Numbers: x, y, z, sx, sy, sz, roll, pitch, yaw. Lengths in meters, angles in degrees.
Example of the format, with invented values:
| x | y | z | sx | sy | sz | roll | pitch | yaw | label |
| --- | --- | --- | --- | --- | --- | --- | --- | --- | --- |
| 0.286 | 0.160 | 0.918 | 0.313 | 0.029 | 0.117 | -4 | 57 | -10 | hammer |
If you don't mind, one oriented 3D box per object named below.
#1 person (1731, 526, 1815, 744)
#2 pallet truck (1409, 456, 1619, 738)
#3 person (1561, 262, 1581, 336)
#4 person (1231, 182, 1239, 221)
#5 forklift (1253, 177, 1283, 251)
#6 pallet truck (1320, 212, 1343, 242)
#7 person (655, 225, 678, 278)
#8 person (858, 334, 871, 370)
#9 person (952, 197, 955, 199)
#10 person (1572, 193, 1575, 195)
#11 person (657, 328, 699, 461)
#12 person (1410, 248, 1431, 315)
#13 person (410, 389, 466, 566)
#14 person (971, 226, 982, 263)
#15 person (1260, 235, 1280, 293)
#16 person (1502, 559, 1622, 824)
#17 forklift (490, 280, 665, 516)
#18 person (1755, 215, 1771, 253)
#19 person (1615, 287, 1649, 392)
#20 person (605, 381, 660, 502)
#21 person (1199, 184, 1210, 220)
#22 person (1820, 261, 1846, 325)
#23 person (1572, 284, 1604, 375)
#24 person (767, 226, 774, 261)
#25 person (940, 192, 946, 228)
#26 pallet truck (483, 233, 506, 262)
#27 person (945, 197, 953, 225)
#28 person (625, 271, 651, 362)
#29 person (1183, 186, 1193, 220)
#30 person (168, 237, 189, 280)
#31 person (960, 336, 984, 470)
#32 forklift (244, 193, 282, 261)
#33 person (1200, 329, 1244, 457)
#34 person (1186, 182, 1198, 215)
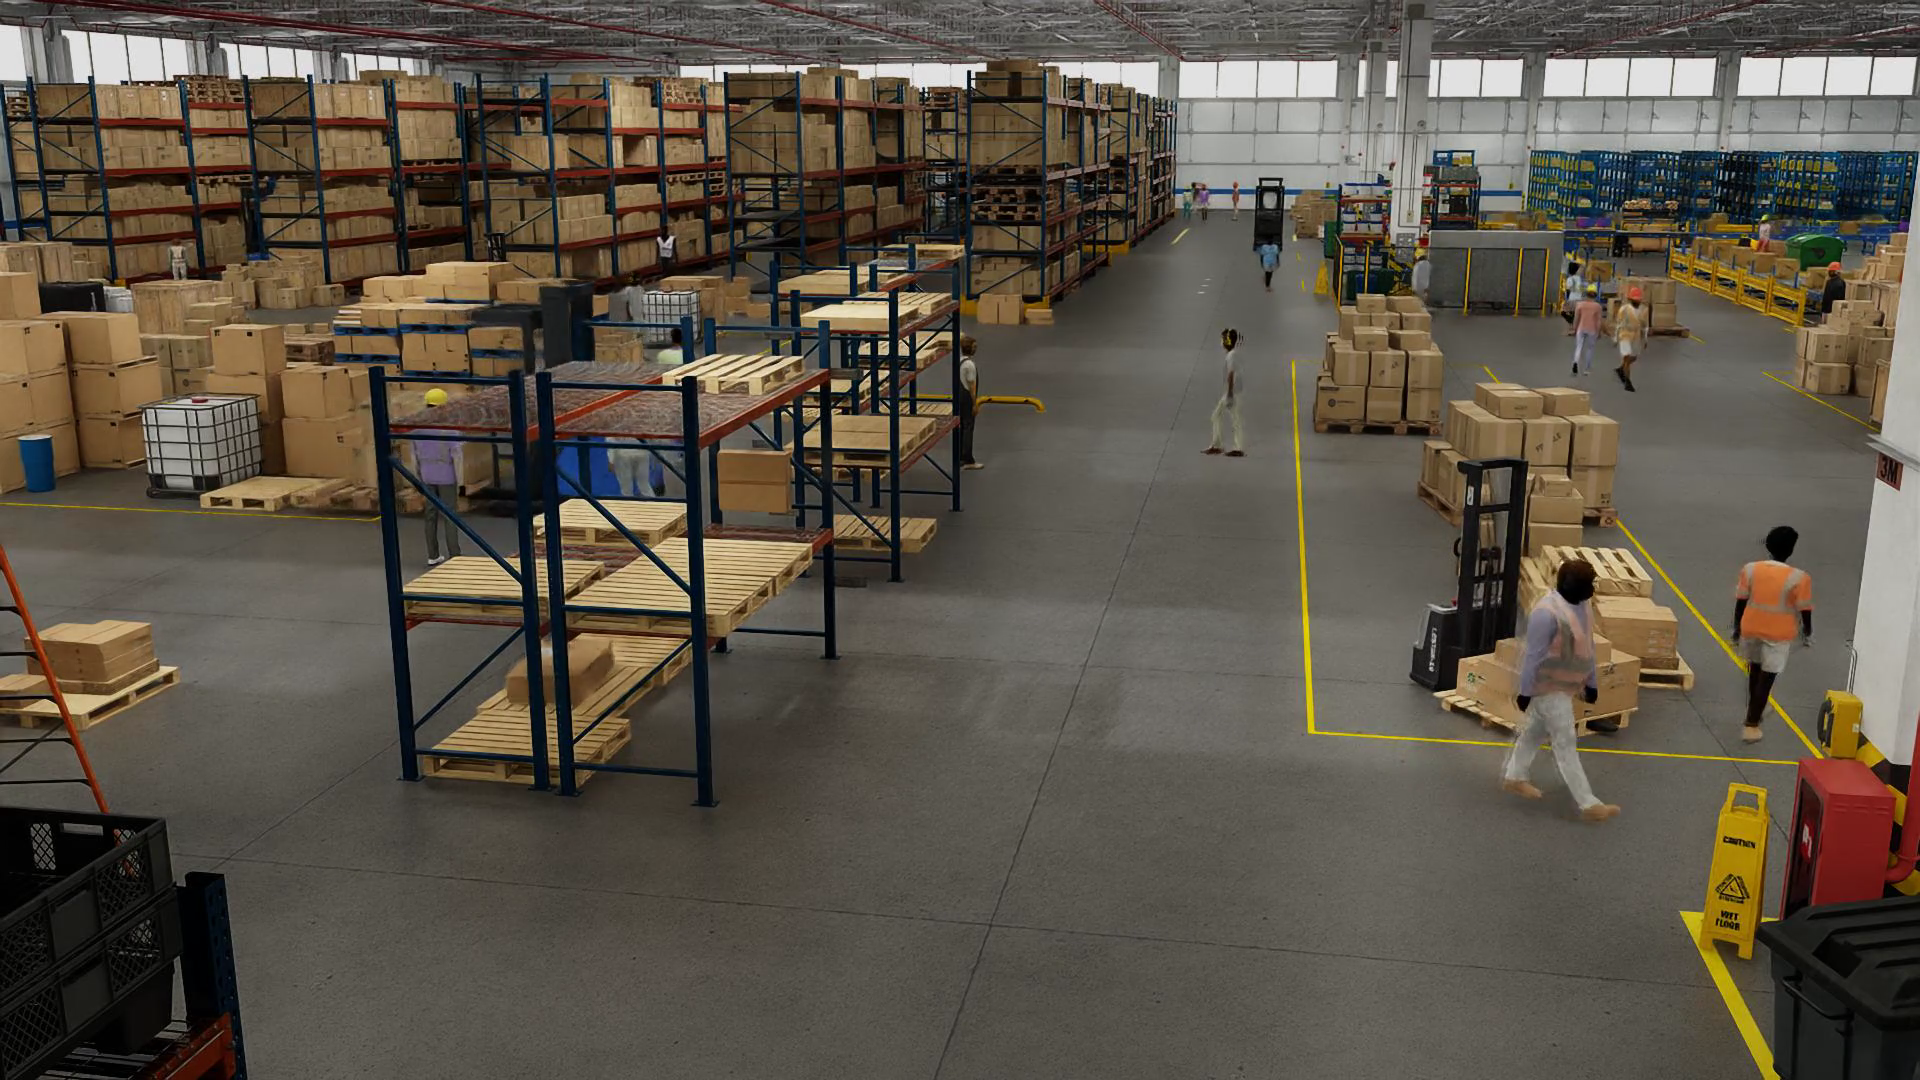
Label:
| x | y | z | sx | sy | sz | roll | pitch | yaw | label |
| --- | --- | --- | --- | --- | --- | --- | --- | --- | --- |
| 6.291 | 0.709 | 12.827 | 0.816 | 1.665 | 0.550 | -10 | 17 | -35 | person |
| 4.504 | 0.400 | 13.395 | 0.823 | 1.965 | 1.885 | -6 | 15 | -23 | pallet truck |
| 13.937 | -5.477 | 37.895 | 0.361 | 1.682 | 0.549 | 13 | 19 | 43 | person |
| 14.307 | -17.587 | 86.430 | 0.377 | 1.995 | 0.608 | 1 | 14 | 4 | person |
| 12.083 | -12.747 | 64.956 | 1.129 | 2.768 | 1.873 | 3 | 14 | 10 | forklift |
| 15.874 | -13.227 | 70.310 | 0.680 | 1.201 | 1.601 | 10 | 17 | 35 | pallet truck |
| -8.639 | -8.241 | 48.685 | 0.629 | 1.888 | 0.818 | 3 | 14 | 12 | person |
| -1.894 | -4.303 | 32.553 | 0.603 | 1.967 | 0.366 | 6 | 15 | 23 | person |
| -0.467 | -16.555 | 83.022 | 0.518 | 1.619 | 0.624 | 4 | 14 | 15 | person |
| 33.308 | -18.386 | 89.985 | 0.571 | 1.840 | 0.373 | -9 | 16 | -31 | person |
| -3.974 | -2.084 | 23.688 | 0.617 | 1.891 | 0.631 | 2 | 14 | 7 | person |
| 11.178 | -6.169 | 40.430 | 0.614 | 1.818 | 0.463 | -13 | 19 | -41 | person |
| -5.584 | -0.667 | 17.876 | 0.594 | 1.923 | 0.371 | 4 | 14 | 15 | person |
| 0.531 | -10.246 | 56.953 | 0.430 | 1.839 | 0.619 | 10 | 17 | 36 | person |
| 9.019 | -8.024 | 48.299 | 0.541 | 1.650 | 0.836 | -5 | 15 | -18 | person |
| 4.163 | 1.007 | 11.368 | 0.966 | 1.787 | 0.634 | 13 | 19 | 43 | person |
| -4.686 | -1.733 | 20.240 | 1.873 | 2.768 | 1.129 | 3 | 14 | 10 | forklift |
| 27.844 | -10.392 | 57.750 | 0.746 | 1.741 | 0.530 | -5 | 15 | -18 | person |
| 12.141 | -3.683 | 30.204 | 0.574 | 1.895 | 0.883 | -1 | 14 | -3 | person |
| -3.726 | -0.959 | 19.073 | 0.634 | 1.927 | 0.643 | -8 | 16 | -30 | person |
| 12.740 | -17.621 | 86.779 | 0.556 | 1.890 | 0.939 | 2 | 14 | 9 | person |
| 17.899 | -4.722 | 34.196 | 0.381 | 1.993 | 0.622 | -1 | 14 | -4 | person |
| 11.993 | -4.010 | 31.809 | 0.530 | 1.754 | 0.492 | 9 | 17 | 33 | person |
| -6.165 | -9.761 | 55.412 | 0.522 | 1.617 | 0.478 | 1 | 14 | 3 | person |
| -0.728 | -14.689 | 74.784 | 0.375 | 1.935 | 0.551 | -3 | 14 | -12 | person |
| -11.832 | -7.026 | 43.548 | 1.885 | 1.965 | 0.823 | 8 | 16 | 28 | pallet truck |
| -0.465 | -15.004 | 76.065 | 0.371 | 1.936 | 0.629 | -8 | 16 | -29 | person |
| -6.496 | -4.508 | 33.614 | 0.549 | 1.850 | 0.571 | 10 | 17 | 34 | person |
| 11.994 | -17.772 | 87.655 | 0.522 | 1.769 | 0.311 | 3 | 14 | 13 | person |
| -22.342 | -7.838 | 47.581 | 0.521 | 1.639 | 0.311 | -5 | 15 | -19 | person |
| 0.099 | -1.896 | 23.034 | 0.346 | 1.846 | 0.507 | -7 | 16 | -27 | person |
| -20.365 | -8.762 | 48.776 | 1.129 | 2.768 | 1.873 | -6 | 15 | -24 | forklift |
| 3.790 | -2.111 | 23.910 | 0.780 | 1.837 | 0.540 | 7 | 15 | 26 | person |
| 12.816 | -18.857 | 91.972 | 0.816 | 1.815 | 0.630 | -5 | 15 | -18 | person |
